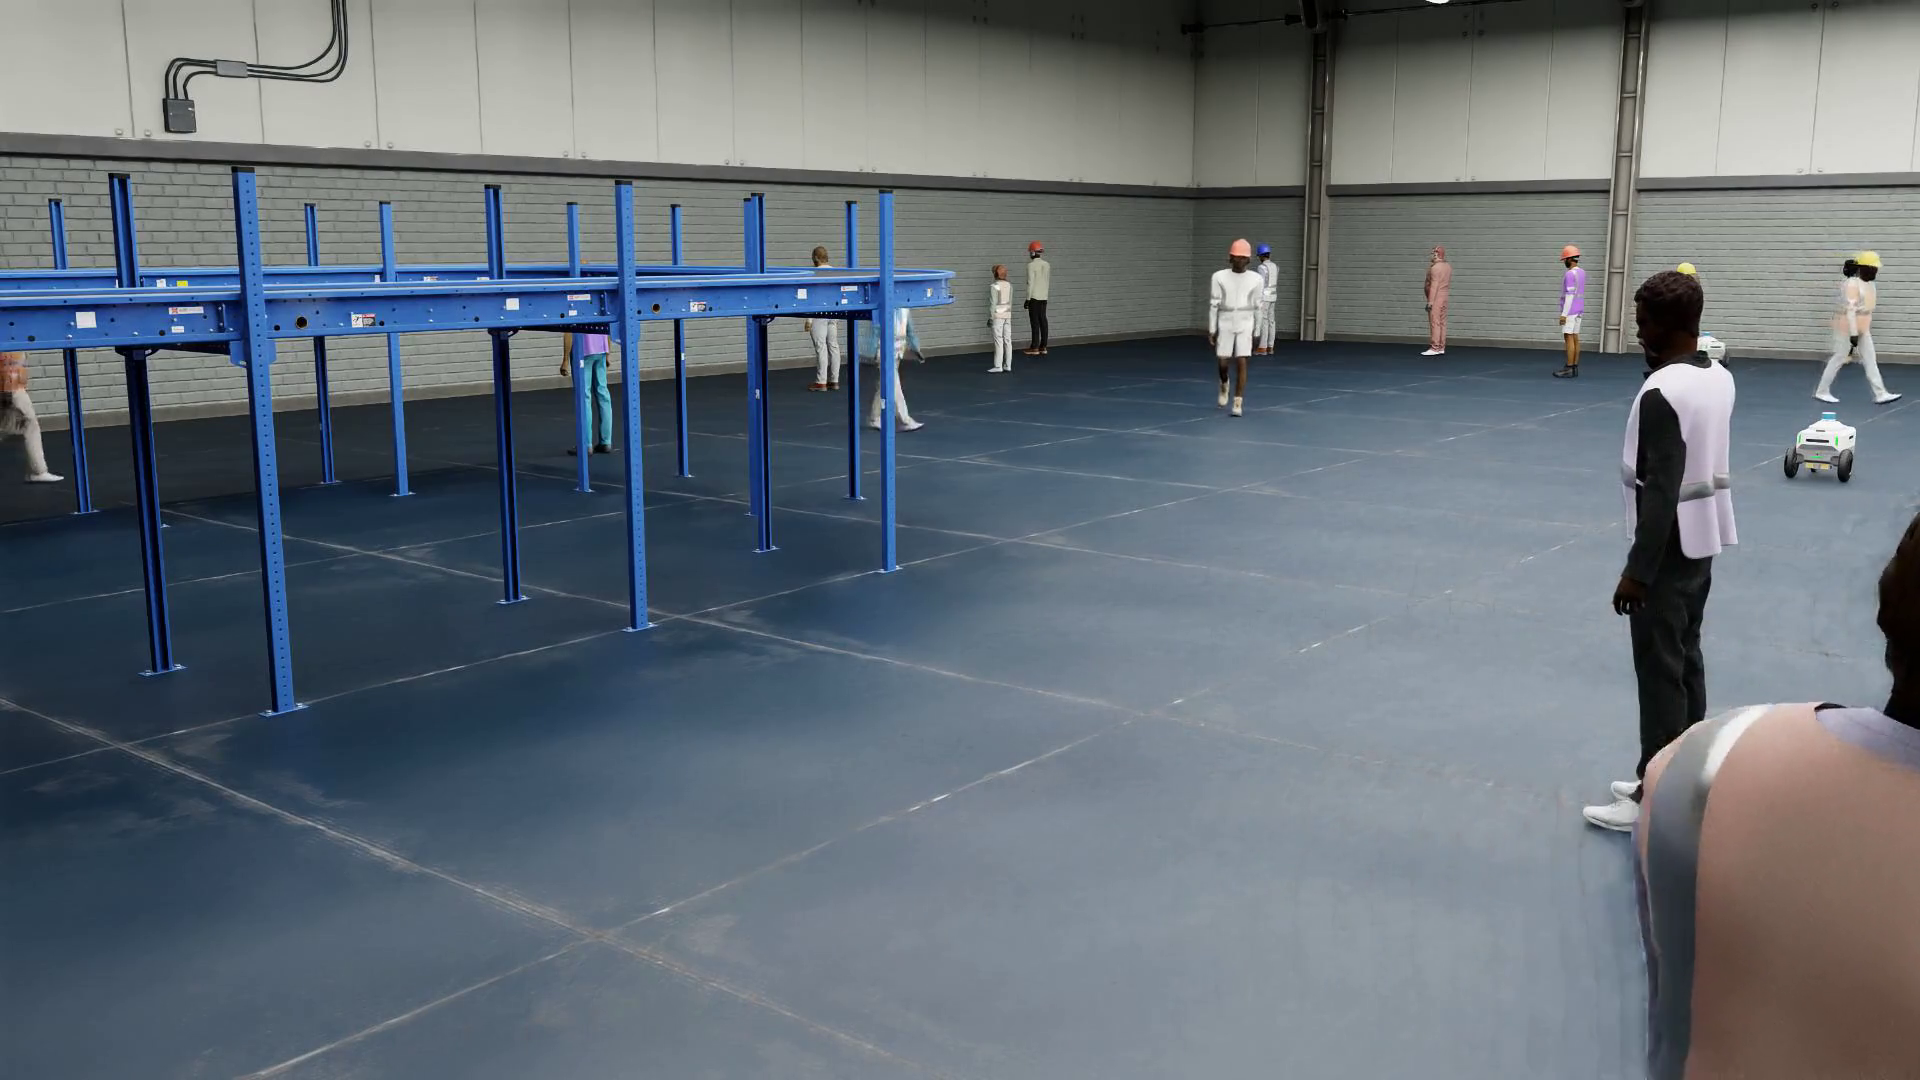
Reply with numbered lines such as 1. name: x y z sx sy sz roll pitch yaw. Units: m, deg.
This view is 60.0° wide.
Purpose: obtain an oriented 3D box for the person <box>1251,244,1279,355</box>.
1. person: 5.397 -4.256 29.467 0.403 1.937 0.604 8 13 39

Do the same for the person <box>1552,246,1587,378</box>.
1. person: 9.036 -3.384 24.664 0.374 1.927 0.542 8 13 39

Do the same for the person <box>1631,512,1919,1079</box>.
1. person: 0.864 0.831 1.624 0.800 1.823 0.627 -6 12 -28

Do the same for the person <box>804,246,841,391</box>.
1. person: -1.851 -2.985 22.437 0.371 1.934 0.627 8 13 39

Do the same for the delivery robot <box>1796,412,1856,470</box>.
1. delivery robot: 7.462 -0.857 14.320 0.477 0.478 0.707 8 13 38

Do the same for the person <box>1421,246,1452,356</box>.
1. person: 8.365 -4.201 29.244 0.406 1.911 0.639 8 13 39

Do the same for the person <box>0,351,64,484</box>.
1. person: -7.932 -1.259 13.745 0.724 1.617 0.513 -7 12 -34

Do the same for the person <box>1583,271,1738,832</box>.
1. person: 2.425 0.048 5.686 0.391 1.913 0.587 8 13 39

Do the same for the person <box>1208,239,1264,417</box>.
1. person: 3.188 -2.458 19.250 0.637 2.028 0.543 2 10 9

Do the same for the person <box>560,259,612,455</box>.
1. person: -3.520 -1.727 15.731 0.382 1.837 0.563 8 13 39

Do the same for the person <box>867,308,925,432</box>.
1. person: -0.664 -1.923 17.488 0.872 1.593 0.515 6 12 32

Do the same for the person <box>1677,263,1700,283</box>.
1. person: 8.880 -2.522 20.420 0.311 1.735 0.484 8 13 39

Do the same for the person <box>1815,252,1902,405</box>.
1. person: 11.114 -2.608 20.522 0.618 1.869 1.018 -7 12 -34

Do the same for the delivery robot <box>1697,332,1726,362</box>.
1. delivery robot: 11.975 -3.087 26.681 0.477 0.478 0.707 0 10 1

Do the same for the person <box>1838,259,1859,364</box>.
1. person: 14.551 -3.739 27.267 0.320 1.698 0.531 8 13 39

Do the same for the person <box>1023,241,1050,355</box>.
1. person: 1.357 -4.309 29.596 0.378 1.996 0.611 8 13 39

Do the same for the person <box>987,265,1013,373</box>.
1. person: 0.613 -3.376 25.410 0.310 1.642 0.514 8 13 39
